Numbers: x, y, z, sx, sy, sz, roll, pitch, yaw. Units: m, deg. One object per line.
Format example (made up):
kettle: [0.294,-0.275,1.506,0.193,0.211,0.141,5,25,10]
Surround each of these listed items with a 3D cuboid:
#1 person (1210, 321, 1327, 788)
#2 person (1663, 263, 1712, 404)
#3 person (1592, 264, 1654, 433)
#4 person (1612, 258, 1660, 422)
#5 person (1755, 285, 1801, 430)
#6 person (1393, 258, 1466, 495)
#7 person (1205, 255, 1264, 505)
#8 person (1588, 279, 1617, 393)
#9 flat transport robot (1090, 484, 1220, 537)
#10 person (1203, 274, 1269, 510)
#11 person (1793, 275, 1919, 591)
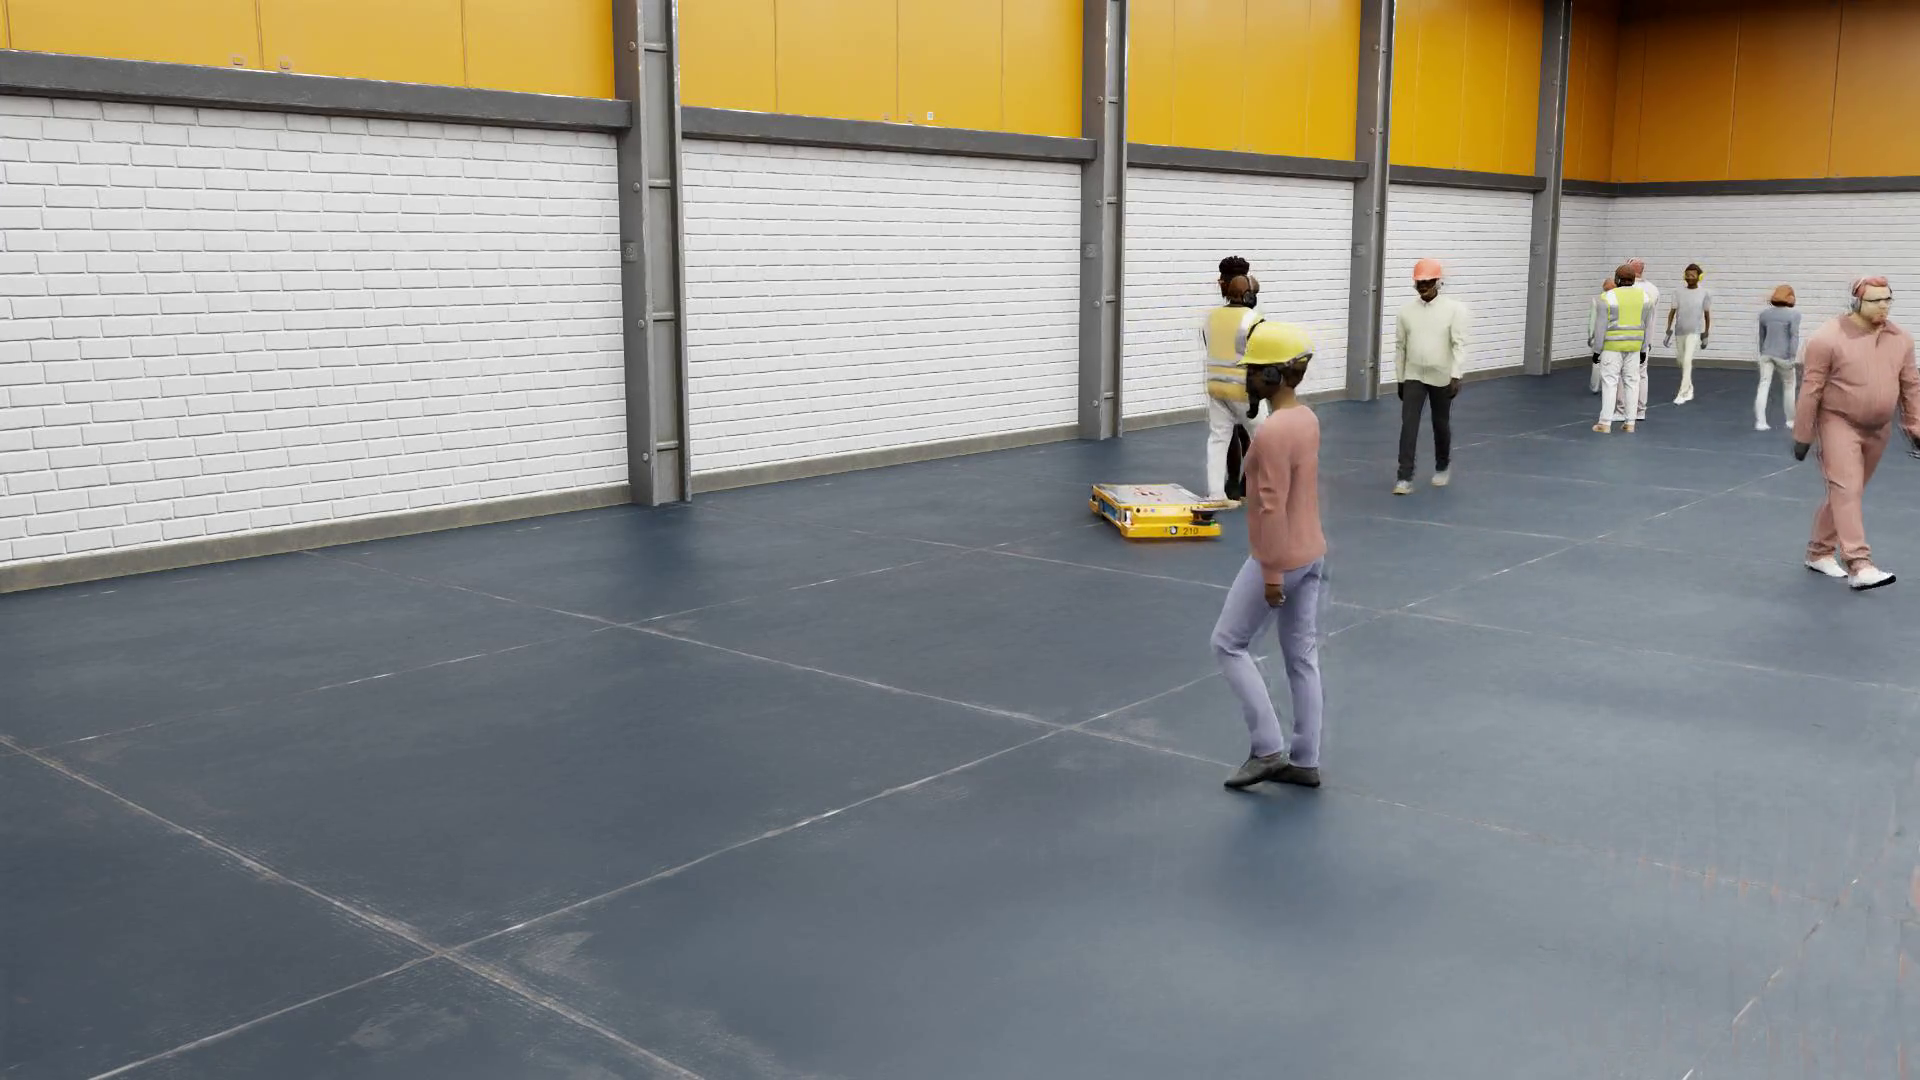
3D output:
person: [1.172,0.073,6.190,0.454,1.753,0.525,6,12,32]
person: [9.574,-2.714,21.850,0.514,1.836,0.925,8,13,40]
person: [7.243,-2.089,18.246,0.630,1.843,0.429,-1,10,-5]
person: [7.820,-2.329,19.425,0.652,1.906,0.403,-5,11,-26]
person: [9.163,-2.028,18.538,0.759,1.600,0.515,-6,12,-32]
person: [3.924,-1.378,13.903,0.609,1.953,0.990,5,11,27]
person: [2.164,-1.256,13.146,0.362,1.963,0.614,7,12,37]
person: [8.867,-2.764,22.786,0.538,1.593,0.856,3,10,14]
flat transport robot: [1.396,-0.232,12.137,0.652,0.197,1.431,-1,10,-6]
person: [2.203,-1.131,12.869,0.701,1.821,0.631,-8,13,-39]
person: [5.407,-0.636,9.927,0.654,1.856,0.970,-2,10,-12]
